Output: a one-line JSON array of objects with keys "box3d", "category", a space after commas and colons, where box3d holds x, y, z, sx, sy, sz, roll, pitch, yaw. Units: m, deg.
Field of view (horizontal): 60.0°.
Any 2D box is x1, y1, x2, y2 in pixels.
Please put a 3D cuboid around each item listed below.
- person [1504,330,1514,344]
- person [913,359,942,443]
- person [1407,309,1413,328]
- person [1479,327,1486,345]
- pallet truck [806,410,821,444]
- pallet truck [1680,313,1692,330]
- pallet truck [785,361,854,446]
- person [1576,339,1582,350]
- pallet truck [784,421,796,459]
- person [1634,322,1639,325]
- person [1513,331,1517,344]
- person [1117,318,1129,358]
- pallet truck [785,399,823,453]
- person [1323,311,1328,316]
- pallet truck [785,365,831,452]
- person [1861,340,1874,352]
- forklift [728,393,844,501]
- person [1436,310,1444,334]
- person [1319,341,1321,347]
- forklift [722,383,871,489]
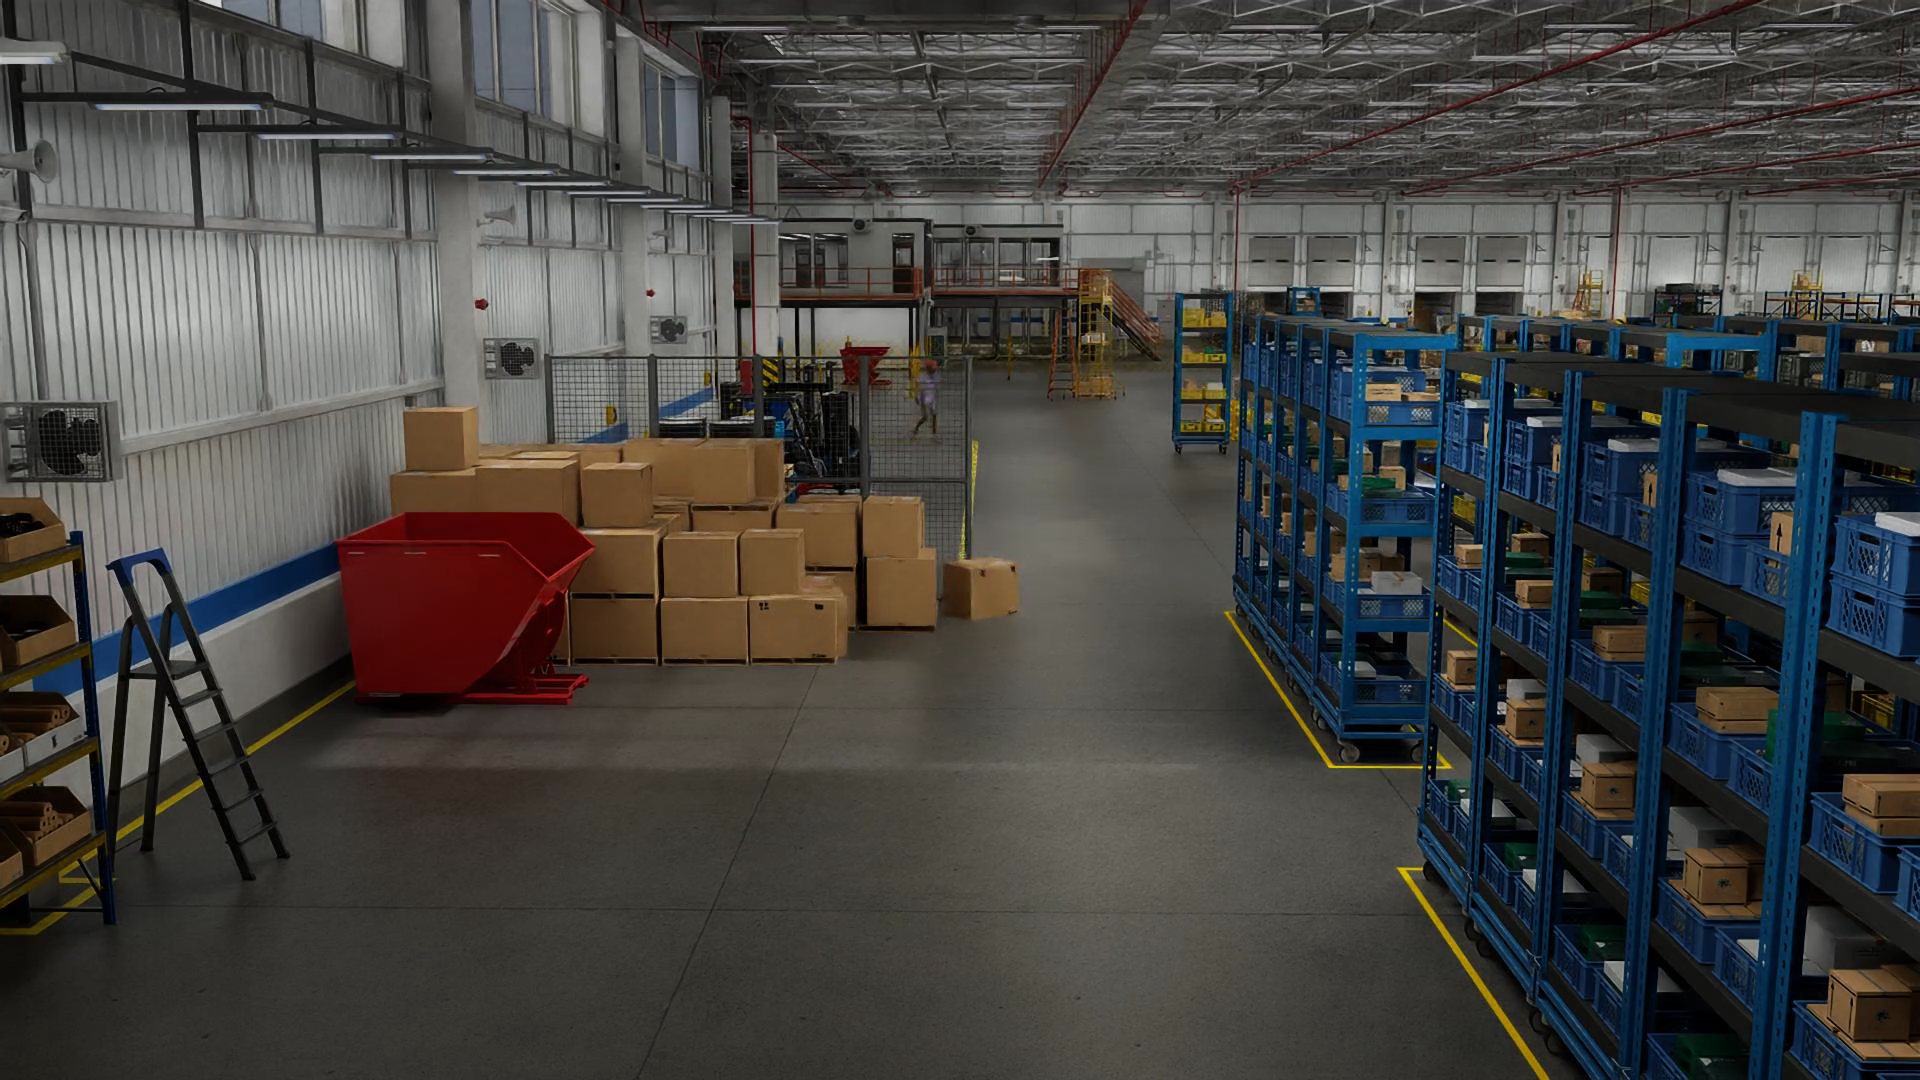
[{"box3d": [25.534, -9.352, 77.452, 0.540, 1.831, 0.521, -4, 10, -24], "category": "person"}, {"box3d": [-0.766, -3.333, 39.775, 0.622, 2.024, 0.809, -8, 12, -41], "category": "person"}, {"box3d": [25.593, -12.175, 94.635, 0.397, 1.919, 0.585, 6, 11, 31], "category": "person"}, {"box3d": [24.547, -9.493, 78.022, 0.372, 1.940, 0.631, 8, 12, 42], "category": "person"}, {"box3d": [-3.559, -2.018, 33.905, 1.522, 1.261, 0.704, 0, 9, -1], "category": "pallet truck"}, {"box3d": [36.315, -10.531, 84.244, 0.823, 1.965, 1.885, -6, 11, -33], "category": "pallet truck"}, {"box3d": [-3.410, -3.193, 38.978, 1.885, 1.965, 0.823, 0, 9, -1], "category": "pallet truck"}, {"box3d": [24.182, -7.297, 65.033, 0.484, 1.740, 0.543, 9, 13, 44], "category": "person"}, {"box3d": [-4.013, -1.793, 32.705, 1.601, 1.201, 0.680, 0, 9, 1], "category": "pallet truck"}, {"box3d": [29.056, -8.412, 71.416, 0.386, 1.918, 0.590, 2, 9, 13], "category": "person"}, {"box3d": [20.015, -6.545, 59.746, 0.369, 1.967, 0.601, -4, 10, -22], "category": "person"}, {"box3d": [7.661, -9.469, 78.039, 0.576, 1.884, 0.354, 3, 10, 19], "category": "person"}, {"box3d": [-3.814, -2.432, 36.419, 1.630, 1.274, 0.653, 0, 9, 1], "category": "pallet truck"}, {"box3d": [20.544, -12.025, 94.043, 0.857, 1.814, 0.634, 2, 9, 14], "category": "person"}, {"box3d": [-3.774, -2.976, 37.635, 1.885, 1.965, 0.823, 1, 9, 5], "category": "pallet truck"}, {"box3d": [32.523, -6.503, 59.573, 0.542, 1.939, 0.366, -3, 10, -19], "category": "person"}, {"box3d": [-2.979, -1.316, 26.476, 2.680, 1.987, 1.157, 0, 9, 1], "category": "forklift"}, {"box3d": [26.396, -11.677, 91.457, 0.389, 1.949, 0.602, -1, 9, -3], "category": "person"}, {"box3d": [14.312, -7.387, 65.033, 0.551, 1.934, 0.373, -1, 9, -5], "category": "person"}, {"box3d": [-2.893, -1.687, 28.729, 2.680, 1.987, 1.157, 0, 9, -1], "category": "forklift"}]
